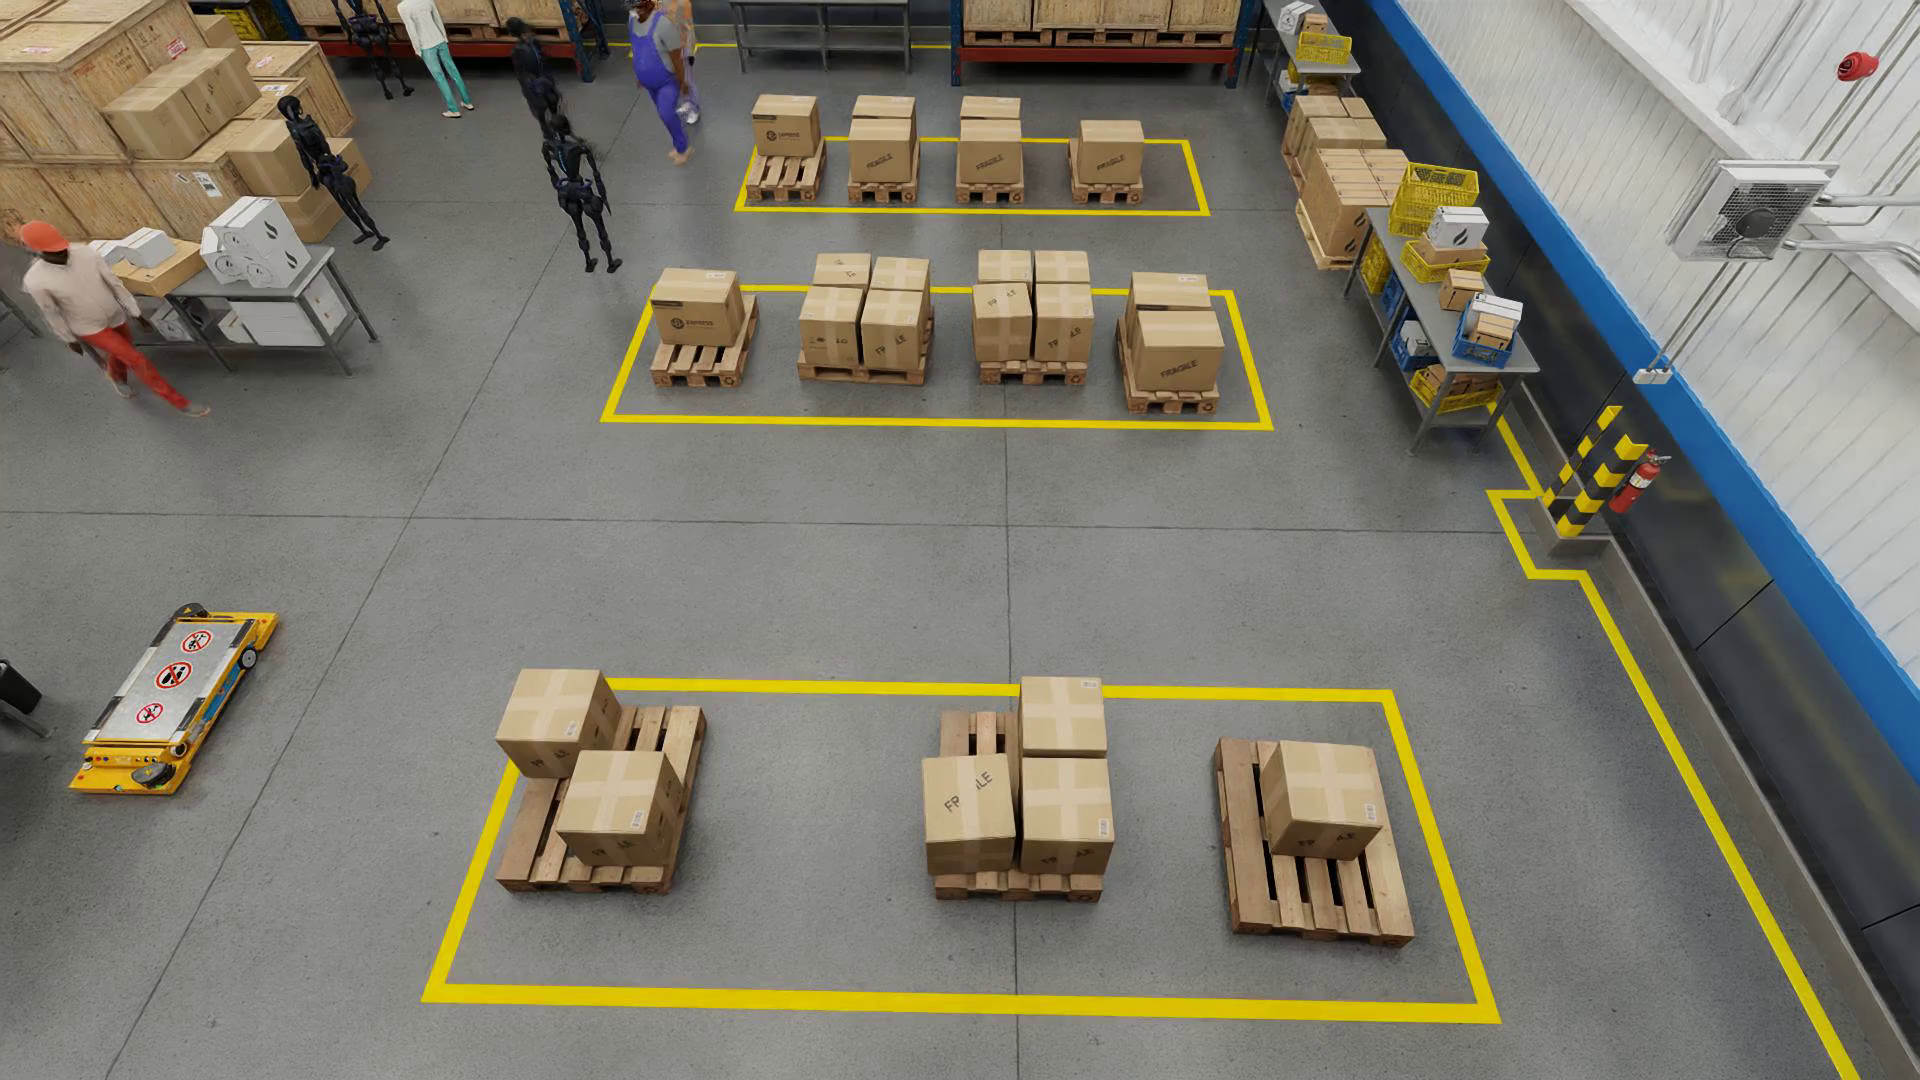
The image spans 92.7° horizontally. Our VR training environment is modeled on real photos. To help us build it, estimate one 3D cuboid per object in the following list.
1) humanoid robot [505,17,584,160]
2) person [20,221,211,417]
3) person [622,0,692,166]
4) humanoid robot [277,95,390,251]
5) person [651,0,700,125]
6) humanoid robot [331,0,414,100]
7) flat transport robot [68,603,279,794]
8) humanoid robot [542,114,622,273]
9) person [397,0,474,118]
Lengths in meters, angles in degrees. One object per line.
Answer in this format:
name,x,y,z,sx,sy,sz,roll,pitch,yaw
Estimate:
humanoid robot,-4.975,-5.386,11.000,0.447,1.651,0.589,18,52,15
person,-7.509,-1.913,7.916,1.062,1.912,0.585,11,51,9
person,-3.604,-5.487,10.850,0.699,2.000,0.614,28,55,22
humanoid robot,-6.687,-3.879,9.721,0.570,1.650,0.349,21,53,17
person,-3.580,-6.304,11.647,0.625,1.877,0.639,22,53,17
humanoid robot,-7.850,-6.756,12.151,0.598,1.657,0.324,-15,51,-12
flat transport robot,-5.504,1.072,6.442,0.652,0.197,1.431,1,50,1
humanoid robot,-3.917,-3.555,9.451,0.566,1.652,0.328,4,50,3
person,-6.805,-6.367,11.774,0.318,1.765,0.534,21,53,17
